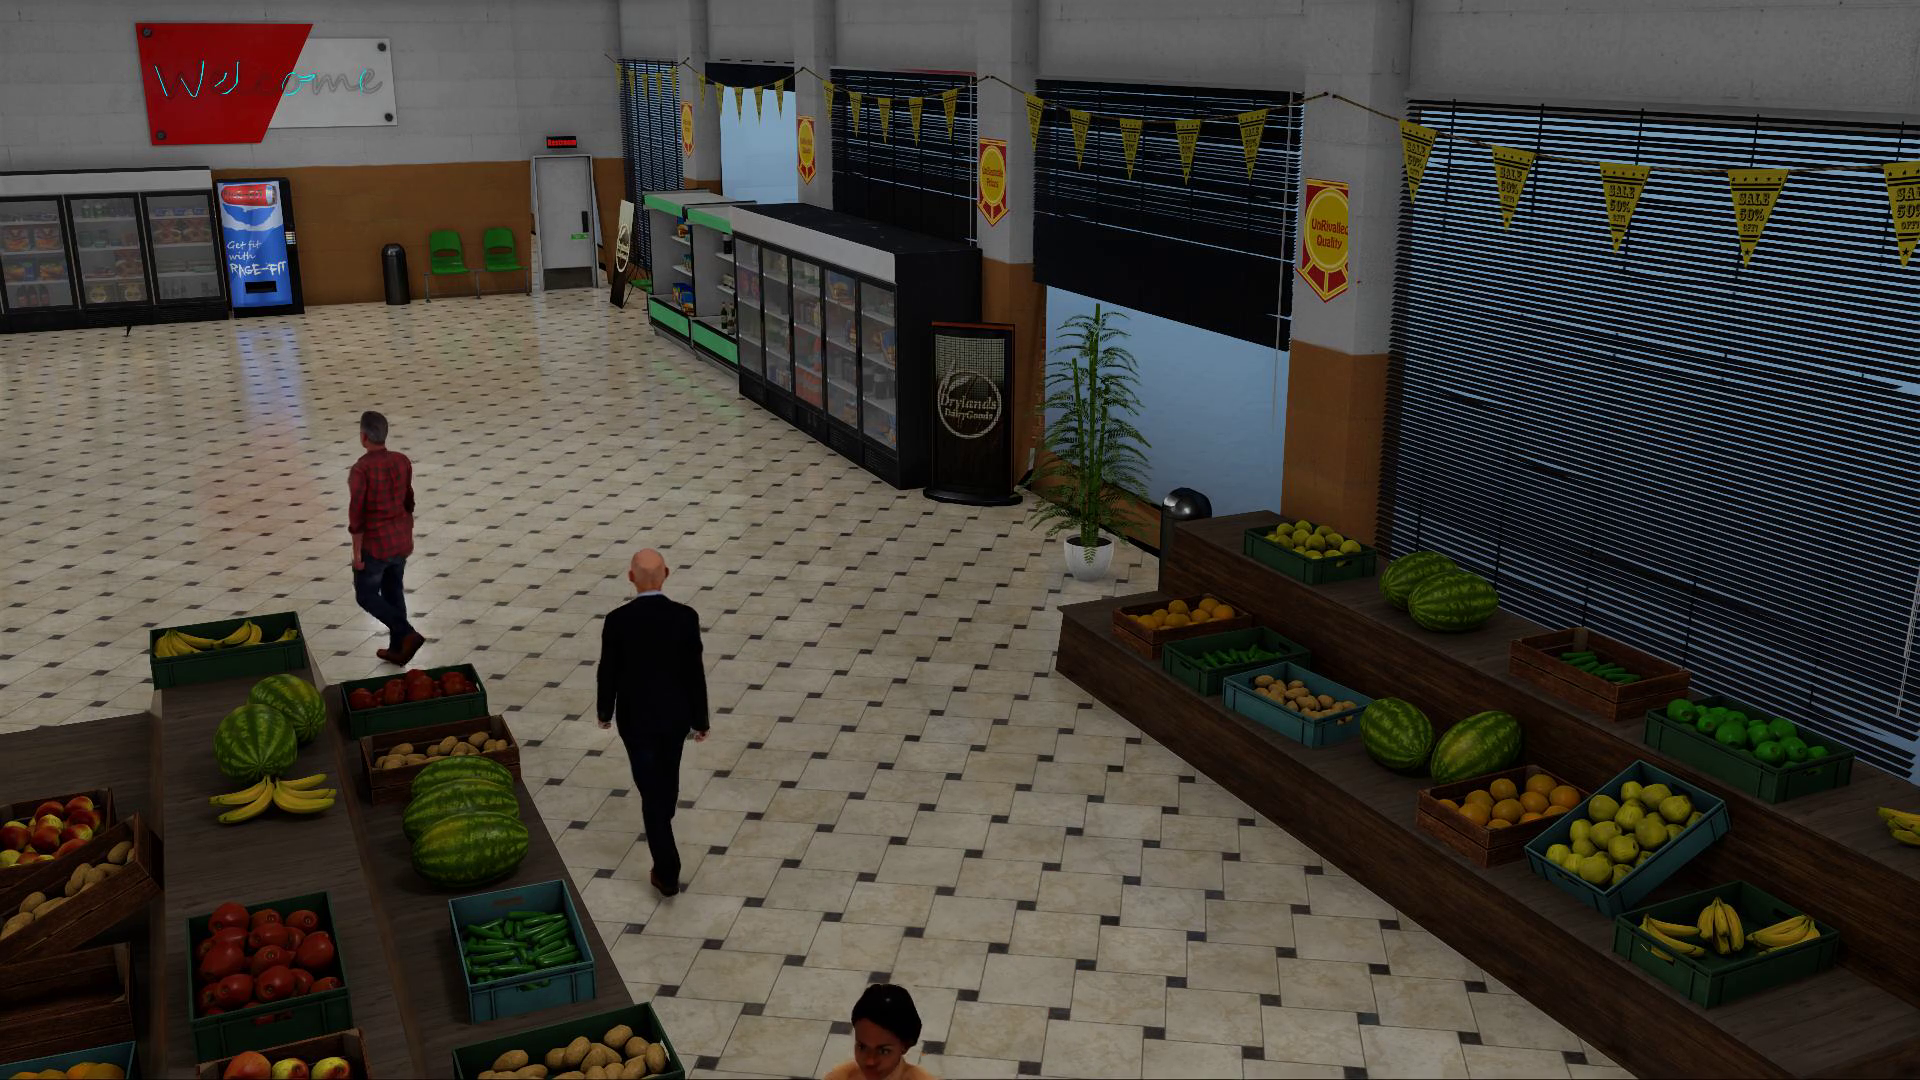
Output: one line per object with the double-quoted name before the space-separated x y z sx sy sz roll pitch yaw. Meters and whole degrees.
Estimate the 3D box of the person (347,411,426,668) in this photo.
"person" -3.911 0.036 11.424 1.025 1.815 0.939 10 20 30

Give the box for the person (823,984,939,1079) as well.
"person" -0.201 2.061 5.095 0.971 1.617 1.075 5 18 16

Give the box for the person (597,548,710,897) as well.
"person" -1.547 0.962 8.488 0.726 1.748 1.193 -7 18 -21
